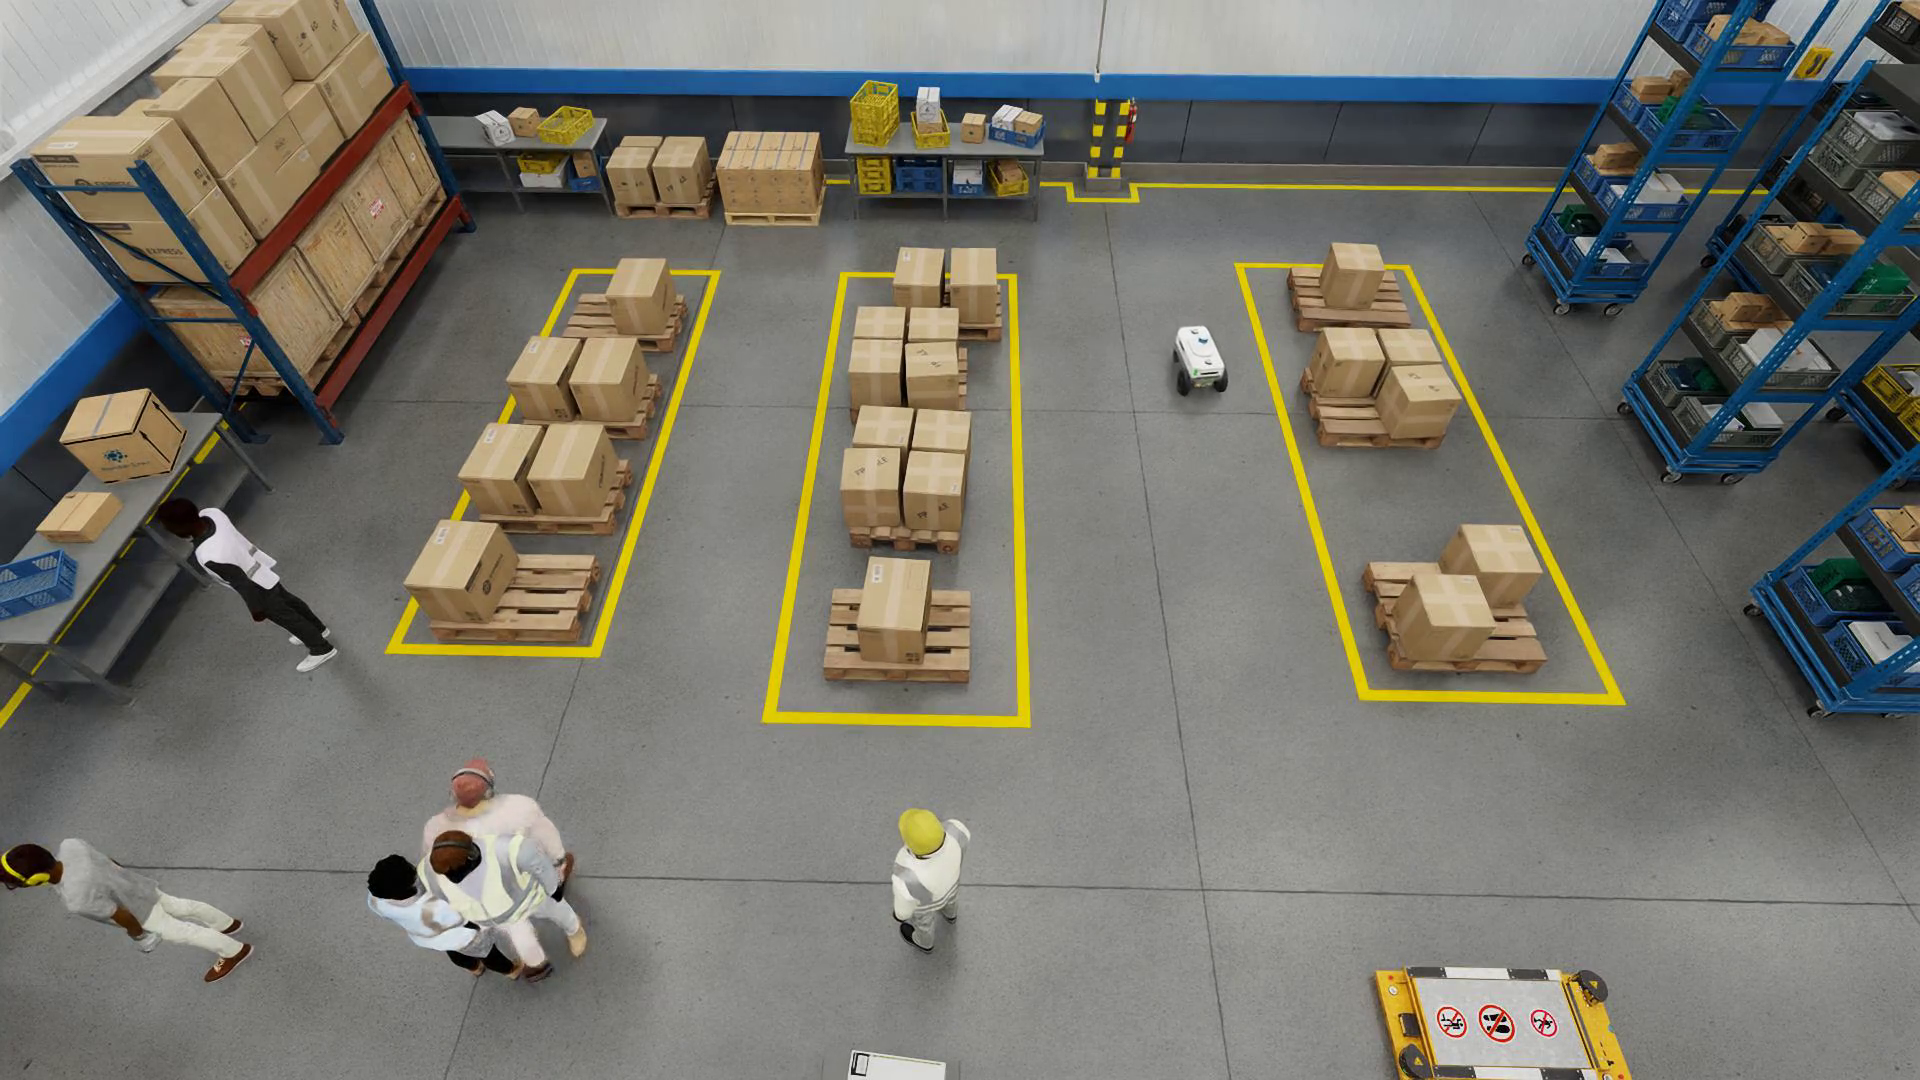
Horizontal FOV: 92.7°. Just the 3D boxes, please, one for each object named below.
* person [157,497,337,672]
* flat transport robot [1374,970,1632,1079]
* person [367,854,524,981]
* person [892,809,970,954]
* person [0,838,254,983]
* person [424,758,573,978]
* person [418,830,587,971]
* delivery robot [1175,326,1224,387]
[{"bbox_3d":[-5.507,0.329,7.143,0.392,1.922,0.593,-27,56,-20],"label":"person"},{"bbox_3d":[3.501,3.133,5.914,1.431,0.197,0.652,1,51,1],"label":"flat transport robot"},{"bbox_3d":[-3.149,2.358,5.631,0.530,1.696,0.322,8,51,6],"label":"person"},{"bbox_3d":[-0.206,2.129,5.732,0.404,1.832,0.597,34,58,25],"label":"person"},{"bbox_3d":[-5.058,2.256,5.609,0.328,1.865,0.517,-31,57,-23],"label":"person"},{"bbox_3d":[-2.825,2.078,5.764,0.702,1.864,0.820,-18,53,-14],"label":"person"},{"bbox_3d":[-2.788,2.215,5.656,0.624,1.844,0.430,-13,52,-10],"label":"person"},{"bbox_3d":[2.577,-2.001,9.859,0.477,0.478,0.707,-5,51,-4],"label":"delivery robot"}]
